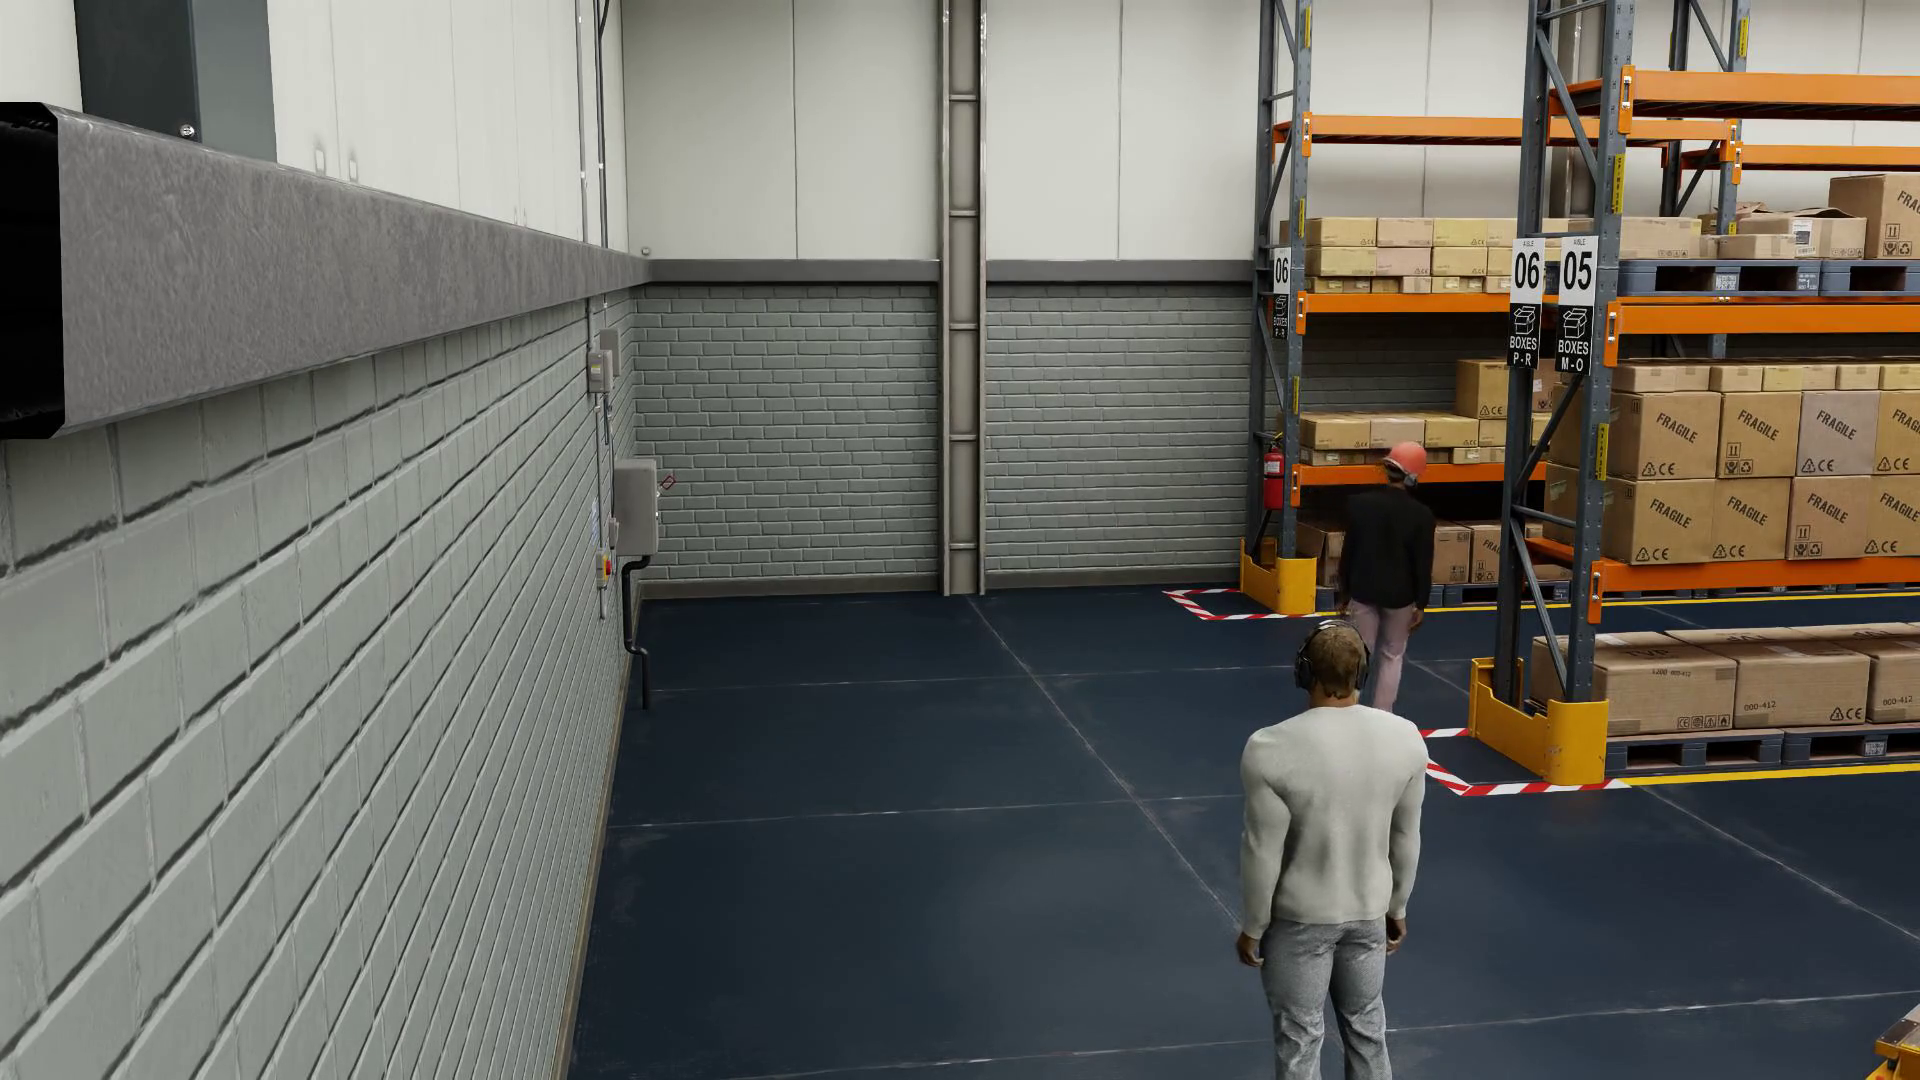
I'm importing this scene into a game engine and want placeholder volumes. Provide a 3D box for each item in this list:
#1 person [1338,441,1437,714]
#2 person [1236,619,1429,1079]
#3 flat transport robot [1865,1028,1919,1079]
[{"bbox_3d":[2.662,0.356,10.535,0.635,1.966,0.703,6,11,32],"label":"person"},{"bbox_3d":[1.176,1.207,5.368,0.631,1.940,0.372,-3,10,-15],"label":"person"},{"bbox_3d":[3.986,1.896,6.243,1.431,0.197,0.652,-8,12,-42],"label":"flat transport robot"}]
